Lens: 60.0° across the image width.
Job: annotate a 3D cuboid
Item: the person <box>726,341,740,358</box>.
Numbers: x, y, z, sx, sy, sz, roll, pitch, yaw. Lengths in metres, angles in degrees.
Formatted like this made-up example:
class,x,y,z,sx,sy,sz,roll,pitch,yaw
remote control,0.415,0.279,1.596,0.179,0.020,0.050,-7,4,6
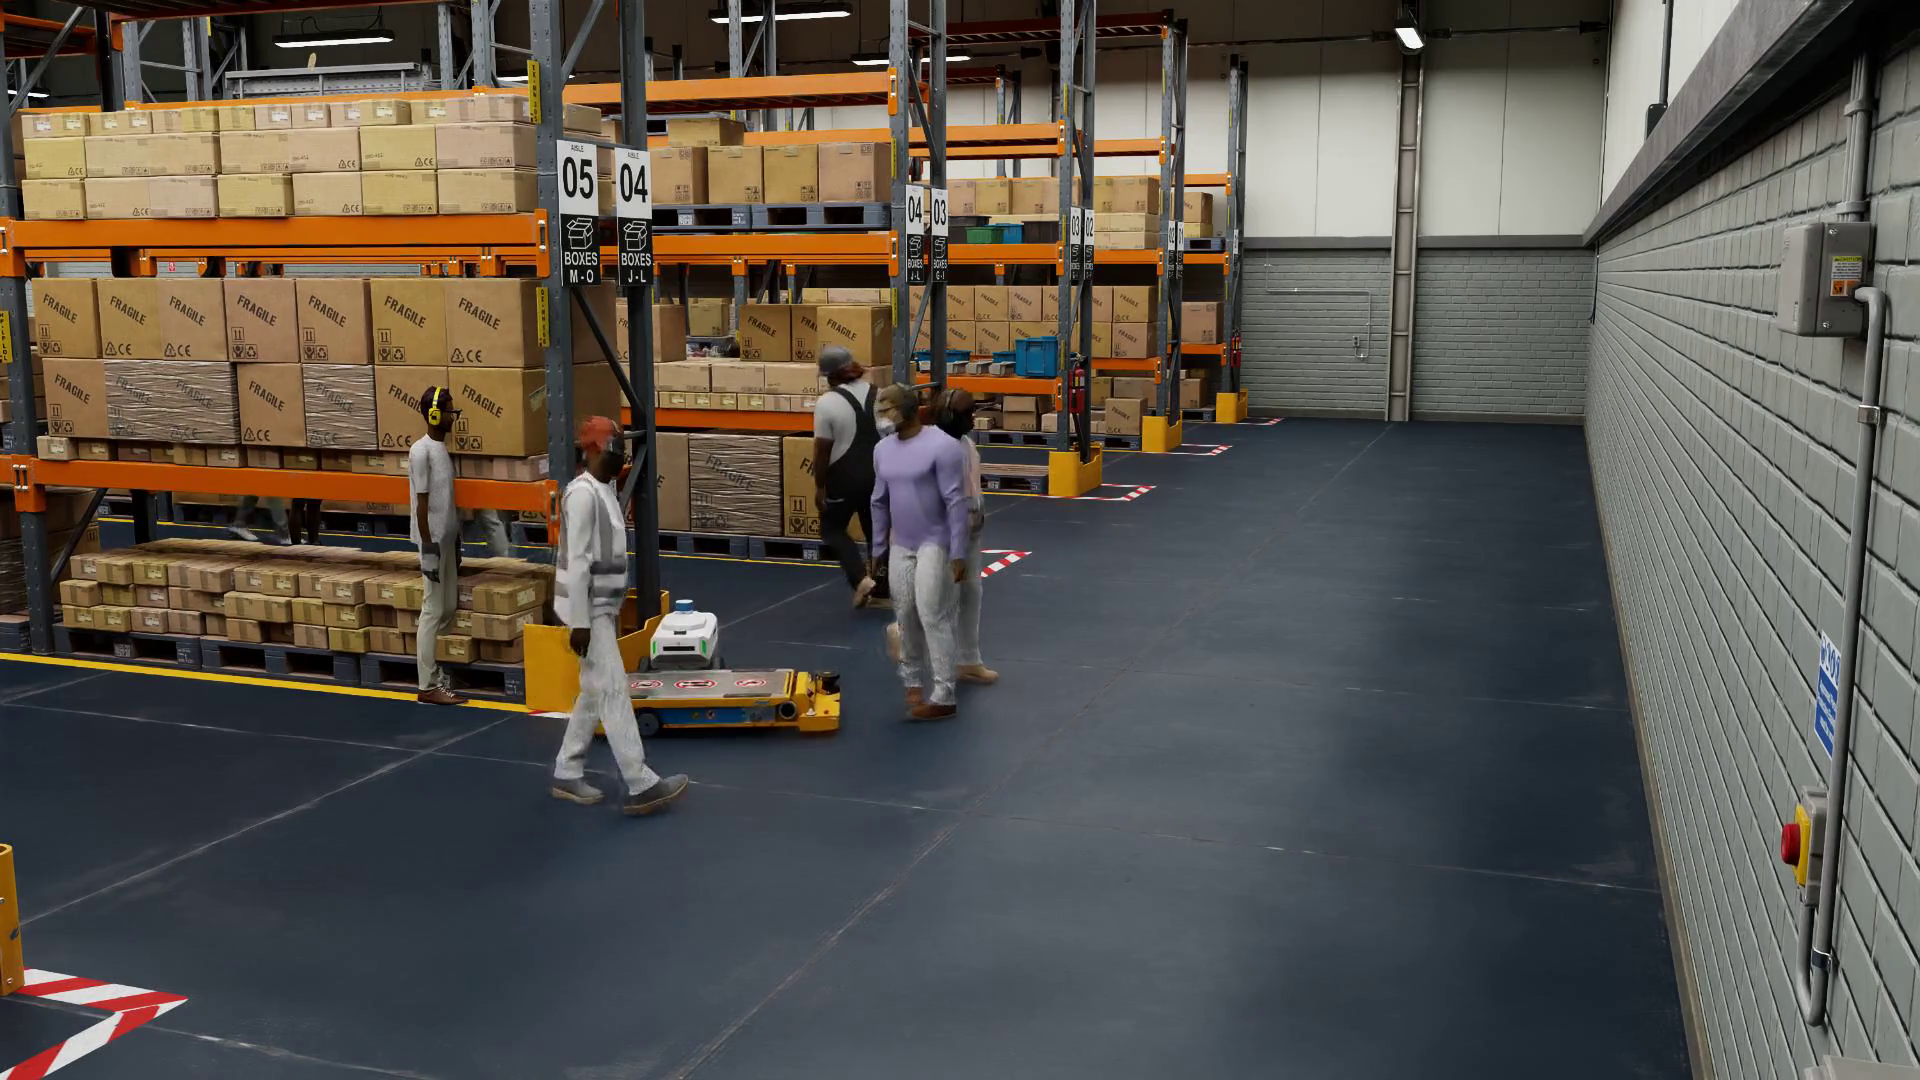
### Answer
class,x,y,z,sx,sy,sz,roll,pitch,yaw
person,-2.390,-1.236,17.828,0.974,1.789,0.656,9,12,43

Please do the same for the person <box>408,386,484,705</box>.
class,x,y,z,sx,sy,sz,roll,pitch,yaw
person,-3.017,0.033,9.690,0.333,1.860,0.510,0,9,2

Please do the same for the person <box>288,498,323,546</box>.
class,x,y,z,sx,sy,sz,roll,pitch,yaw
person,-5.534,-0.719,14.127,0.357,1.938,0.545,2,9,14

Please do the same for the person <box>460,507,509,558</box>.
class,x,y,z,sx,sy,sz,roll,pitch,yaw
person,-3.904,-0.489,12.827,0.974,1.895,0.640,3,9,16

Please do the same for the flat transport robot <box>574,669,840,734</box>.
class,x,y,z,sx,sy,sz,roll,pitch,yaw
flat transport robot,-1.387,0.891,9.265,1.431,0.197,0.652,-1,9,-4

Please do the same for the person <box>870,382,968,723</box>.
class,x,y,z,sx,sy,sz,roll,pitch,yaw
person,-0.242,0.055,9.440,0.708,1.908,0.446,8,12,41

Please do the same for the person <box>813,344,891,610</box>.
class,x,y,z,sx,sy,sz,roll,pitch,yaw
person,-0.768,-0.466,12.231,0.767,2.000,0.585,-6,11,-34

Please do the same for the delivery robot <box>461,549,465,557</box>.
class,x,y,z,sx,sy,sz,roll,pitch,yaw
delivery robot,-3.540,0.306,11.745,0.707,0.478,0.477,4,10,20

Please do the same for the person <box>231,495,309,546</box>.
class,x,y,z,sx,sy,sz,roll,pitch,yaw
person,-6.469,-0.889,15.374,0.980,1.886,0.587,3,10,18

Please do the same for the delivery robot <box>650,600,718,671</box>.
class,x,y,z,sx,sy,sz,roll,pitch,yaw
delivery robot,-1.639,0.599,9.912,0.477,0.478,0.707,-1,9,-4

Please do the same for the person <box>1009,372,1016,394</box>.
class,x,y,z,sx,sy,sz,roll,pitch,yaw
person,0.980,-2.559,25.755,0.971,1.884,0.571,4,10,24

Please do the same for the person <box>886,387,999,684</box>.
class,x,y,z,sx,sy,sz,roll,pitch,yaw
person,-0.093,-0.026,10.134,0.626,1.818,0.634,5,11,31

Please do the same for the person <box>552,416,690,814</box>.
class,x,y,z,sx,sy,sz,roll,pitch,yaw
person,-1.636,0.347,7.824,0.692,1.829,0.656,0,9,3
